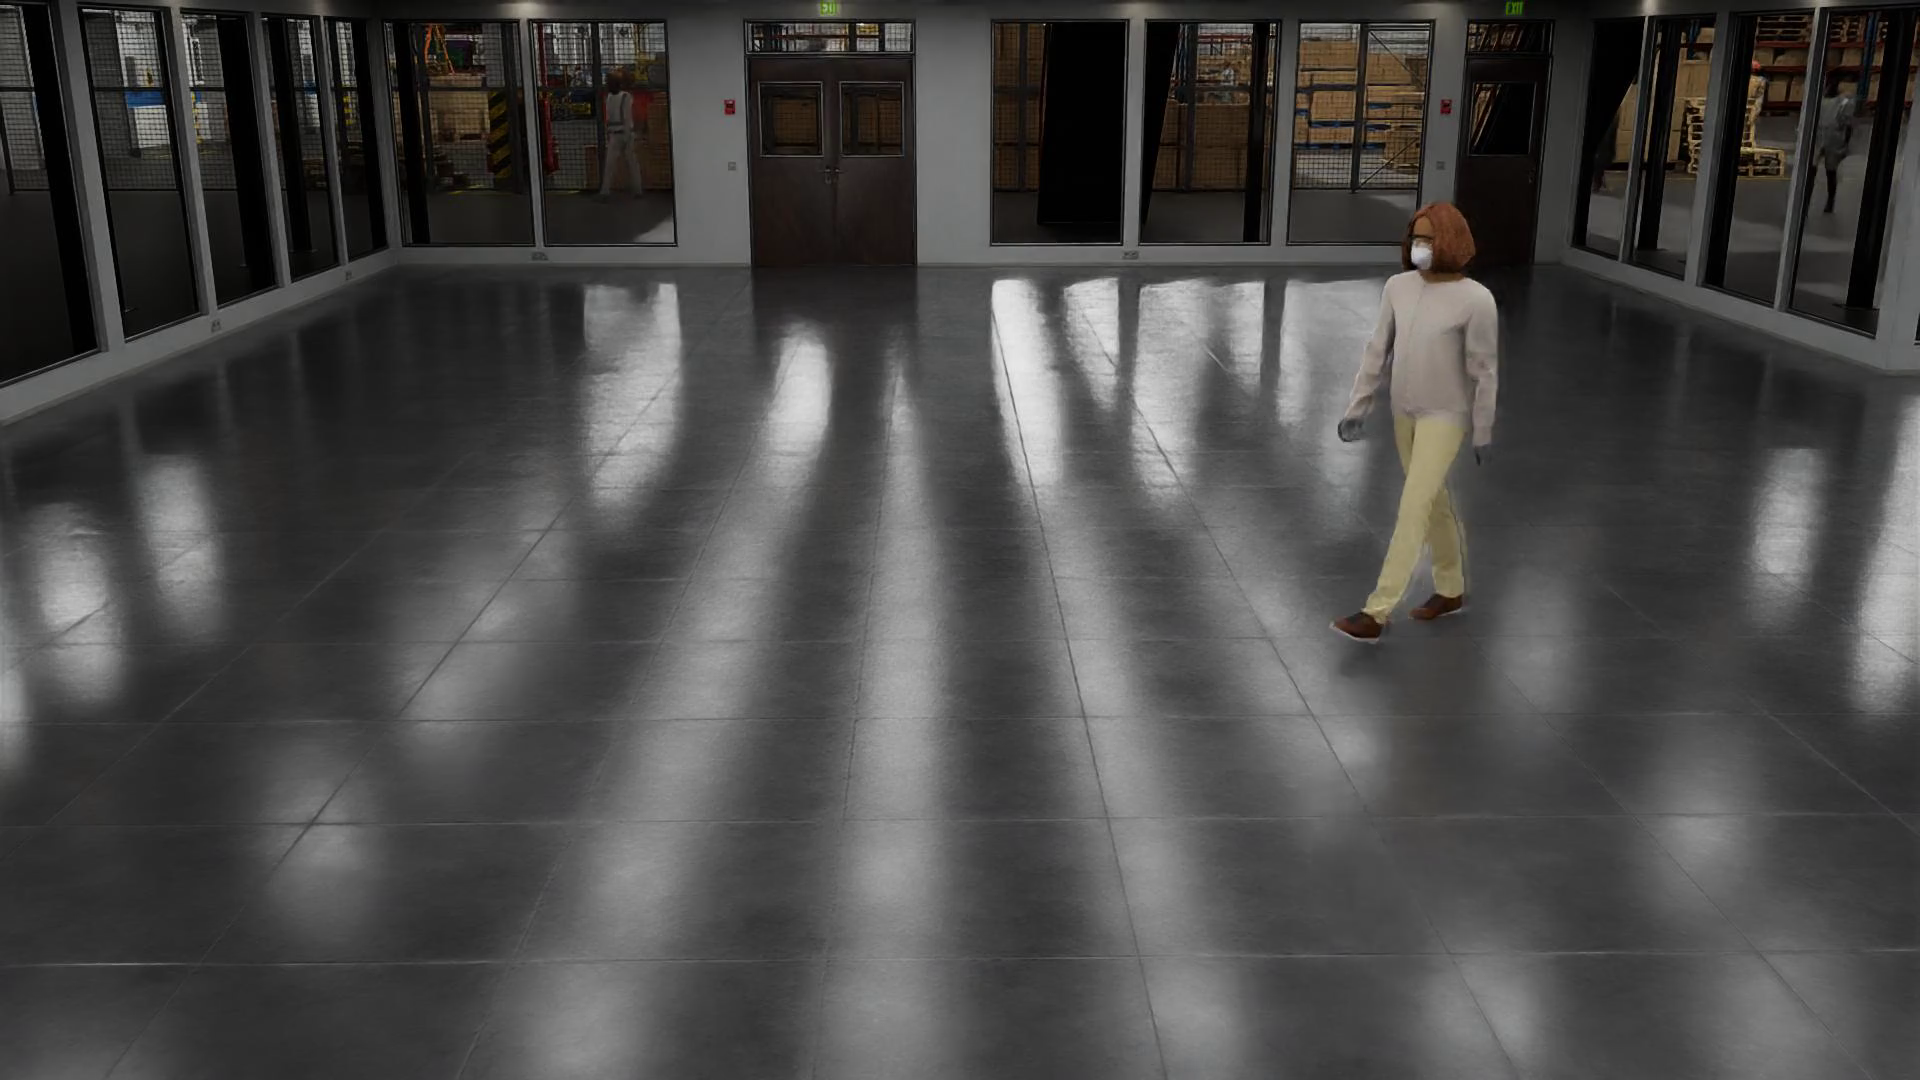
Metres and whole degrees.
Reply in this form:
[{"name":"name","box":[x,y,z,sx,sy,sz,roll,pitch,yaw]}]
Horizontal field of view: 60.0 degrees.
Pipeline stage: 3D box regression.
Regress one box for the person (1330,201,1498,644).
[{"name":"person","box":[1.632,-0.417,6.070,0.836,1.596,0.507,-9,18,-27]}]
